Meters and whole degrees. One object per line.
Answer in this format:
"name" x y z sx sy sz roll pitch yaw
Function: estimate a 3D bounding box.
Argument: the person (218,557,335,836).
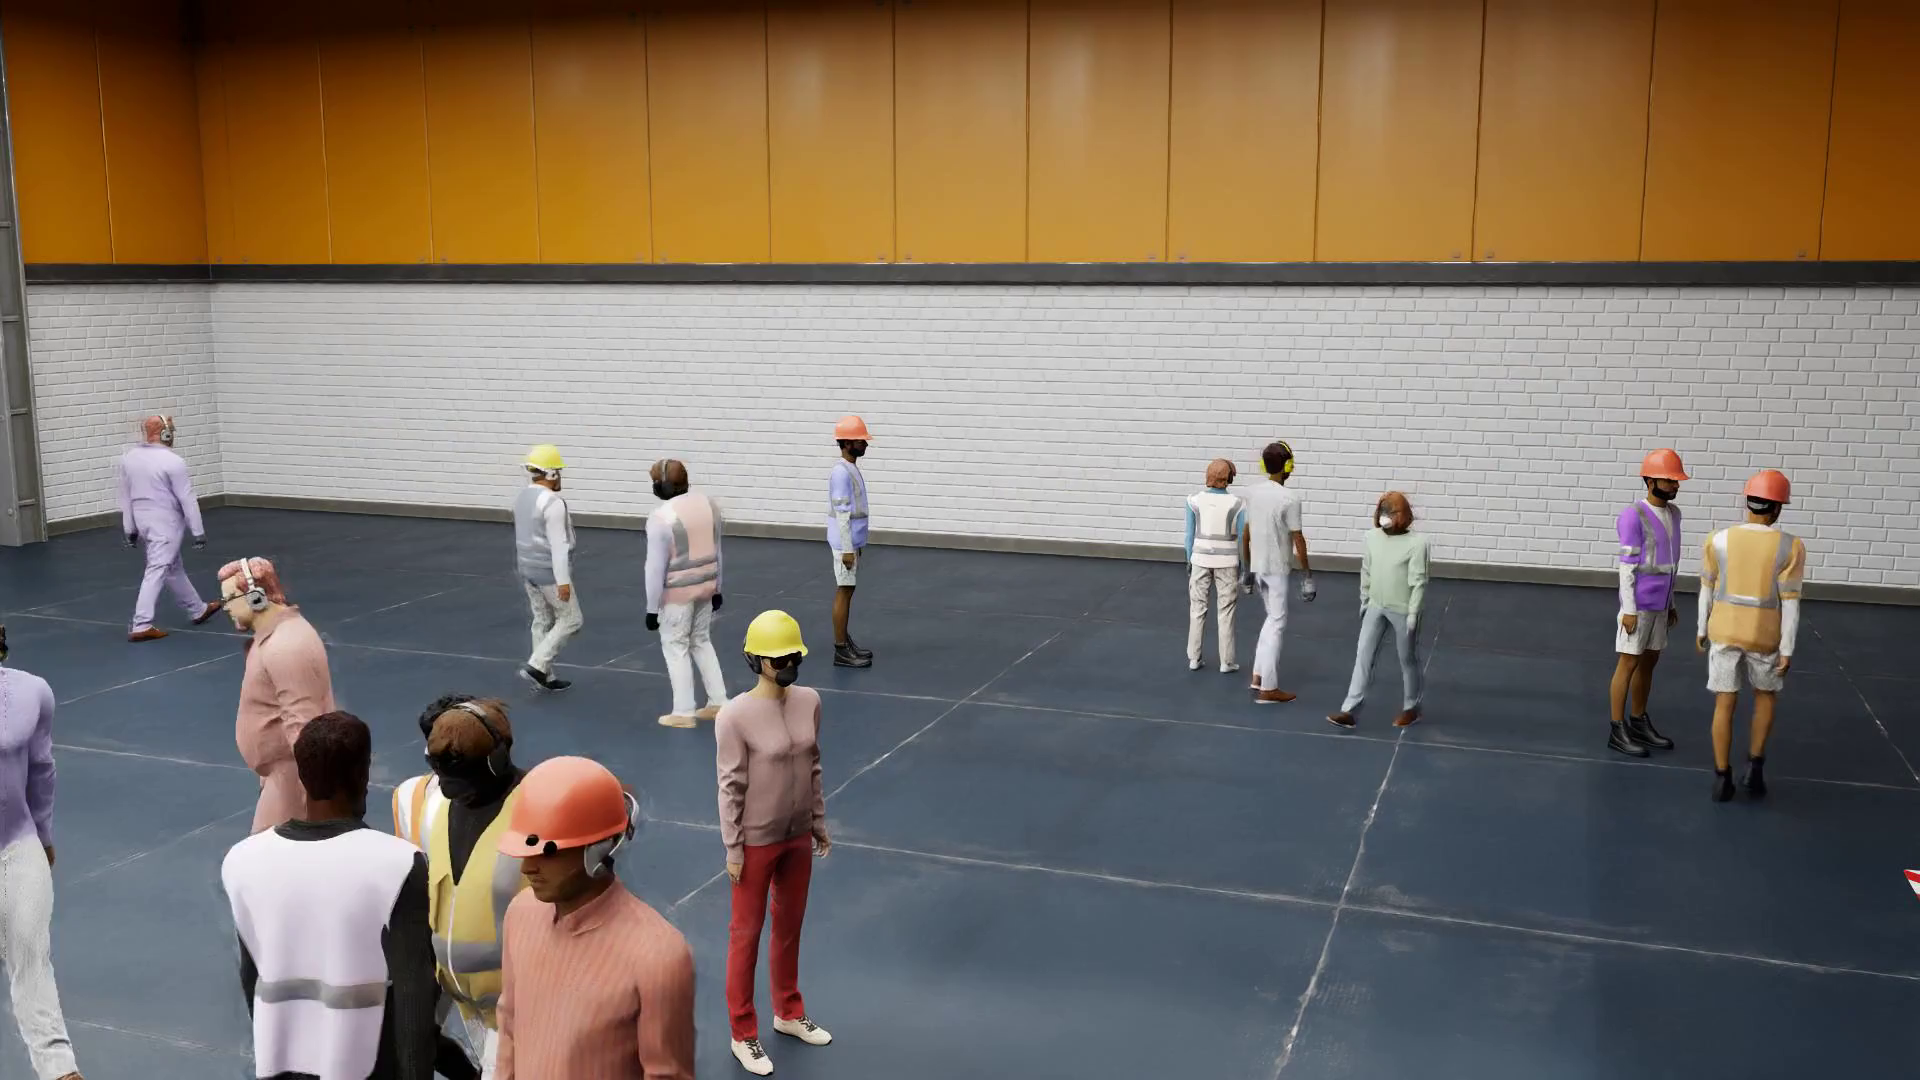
"person" -2.776 0.999 6.909 0.524 1.869 0.682 -3 10 -18

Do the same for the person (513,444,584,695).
"person" -2.946 0.226 11.850 0.426 1.817 0.609 -8 12 -41

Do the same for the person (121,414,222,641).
"person" -6.589 -0.126 13.922 0.666 1.849 1.002 4 10 26

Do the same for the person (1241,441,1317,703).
"person" 2.247 0.237 11.693 0.402 1.854 0.573 -5 11 -29

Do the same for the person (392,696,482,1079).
"person" -1.617 1.317 5.478 0.540 1.682 0.373 2 9 11

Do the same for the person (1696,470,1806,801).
"person" 4.532 0.548 9.587 0.570 1.912 0.564 6 11 32

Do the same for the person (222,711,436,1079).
"person" -1.679 1.389 4.540 0.605 1.856 1.047 1 9 7

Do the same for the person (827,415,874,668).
"person" -0.839 0.007 12.838 0.361 1.939 0.542 0 9 1

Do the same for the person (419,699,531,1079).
"person" -1.382 1.359 4.837 0.655 1.813 0.727 7 11 35

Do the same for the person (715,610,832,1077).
"person" -0.704 1.135 6.380 0.312 1.768 0.522 7 12 39

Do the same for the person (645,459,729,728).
"person" -1.847 0.371 11.035 0.429 1.818 0.680 6 11 32

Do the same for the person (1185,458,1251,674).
"person" 1.942 0.201 12.590 0.512 1.634 0.313 4 10 24

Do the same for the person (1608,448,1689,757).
"person" 4.360 0.386 10.490 0.544 1.939 0.372 -6 11 -34

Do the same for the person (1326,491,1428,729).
"person" 2.783 0.482 10.944 0.825 1.595 0.535 -8 12 -42

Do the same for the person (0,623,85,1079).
"person" -3.533 1.154 5.967 0.856 1.885 0.651 7 11 37

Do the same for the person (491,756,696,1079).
"person" -0.829 1.432 3.955 0.632 1.959 0.970 8 12 41
